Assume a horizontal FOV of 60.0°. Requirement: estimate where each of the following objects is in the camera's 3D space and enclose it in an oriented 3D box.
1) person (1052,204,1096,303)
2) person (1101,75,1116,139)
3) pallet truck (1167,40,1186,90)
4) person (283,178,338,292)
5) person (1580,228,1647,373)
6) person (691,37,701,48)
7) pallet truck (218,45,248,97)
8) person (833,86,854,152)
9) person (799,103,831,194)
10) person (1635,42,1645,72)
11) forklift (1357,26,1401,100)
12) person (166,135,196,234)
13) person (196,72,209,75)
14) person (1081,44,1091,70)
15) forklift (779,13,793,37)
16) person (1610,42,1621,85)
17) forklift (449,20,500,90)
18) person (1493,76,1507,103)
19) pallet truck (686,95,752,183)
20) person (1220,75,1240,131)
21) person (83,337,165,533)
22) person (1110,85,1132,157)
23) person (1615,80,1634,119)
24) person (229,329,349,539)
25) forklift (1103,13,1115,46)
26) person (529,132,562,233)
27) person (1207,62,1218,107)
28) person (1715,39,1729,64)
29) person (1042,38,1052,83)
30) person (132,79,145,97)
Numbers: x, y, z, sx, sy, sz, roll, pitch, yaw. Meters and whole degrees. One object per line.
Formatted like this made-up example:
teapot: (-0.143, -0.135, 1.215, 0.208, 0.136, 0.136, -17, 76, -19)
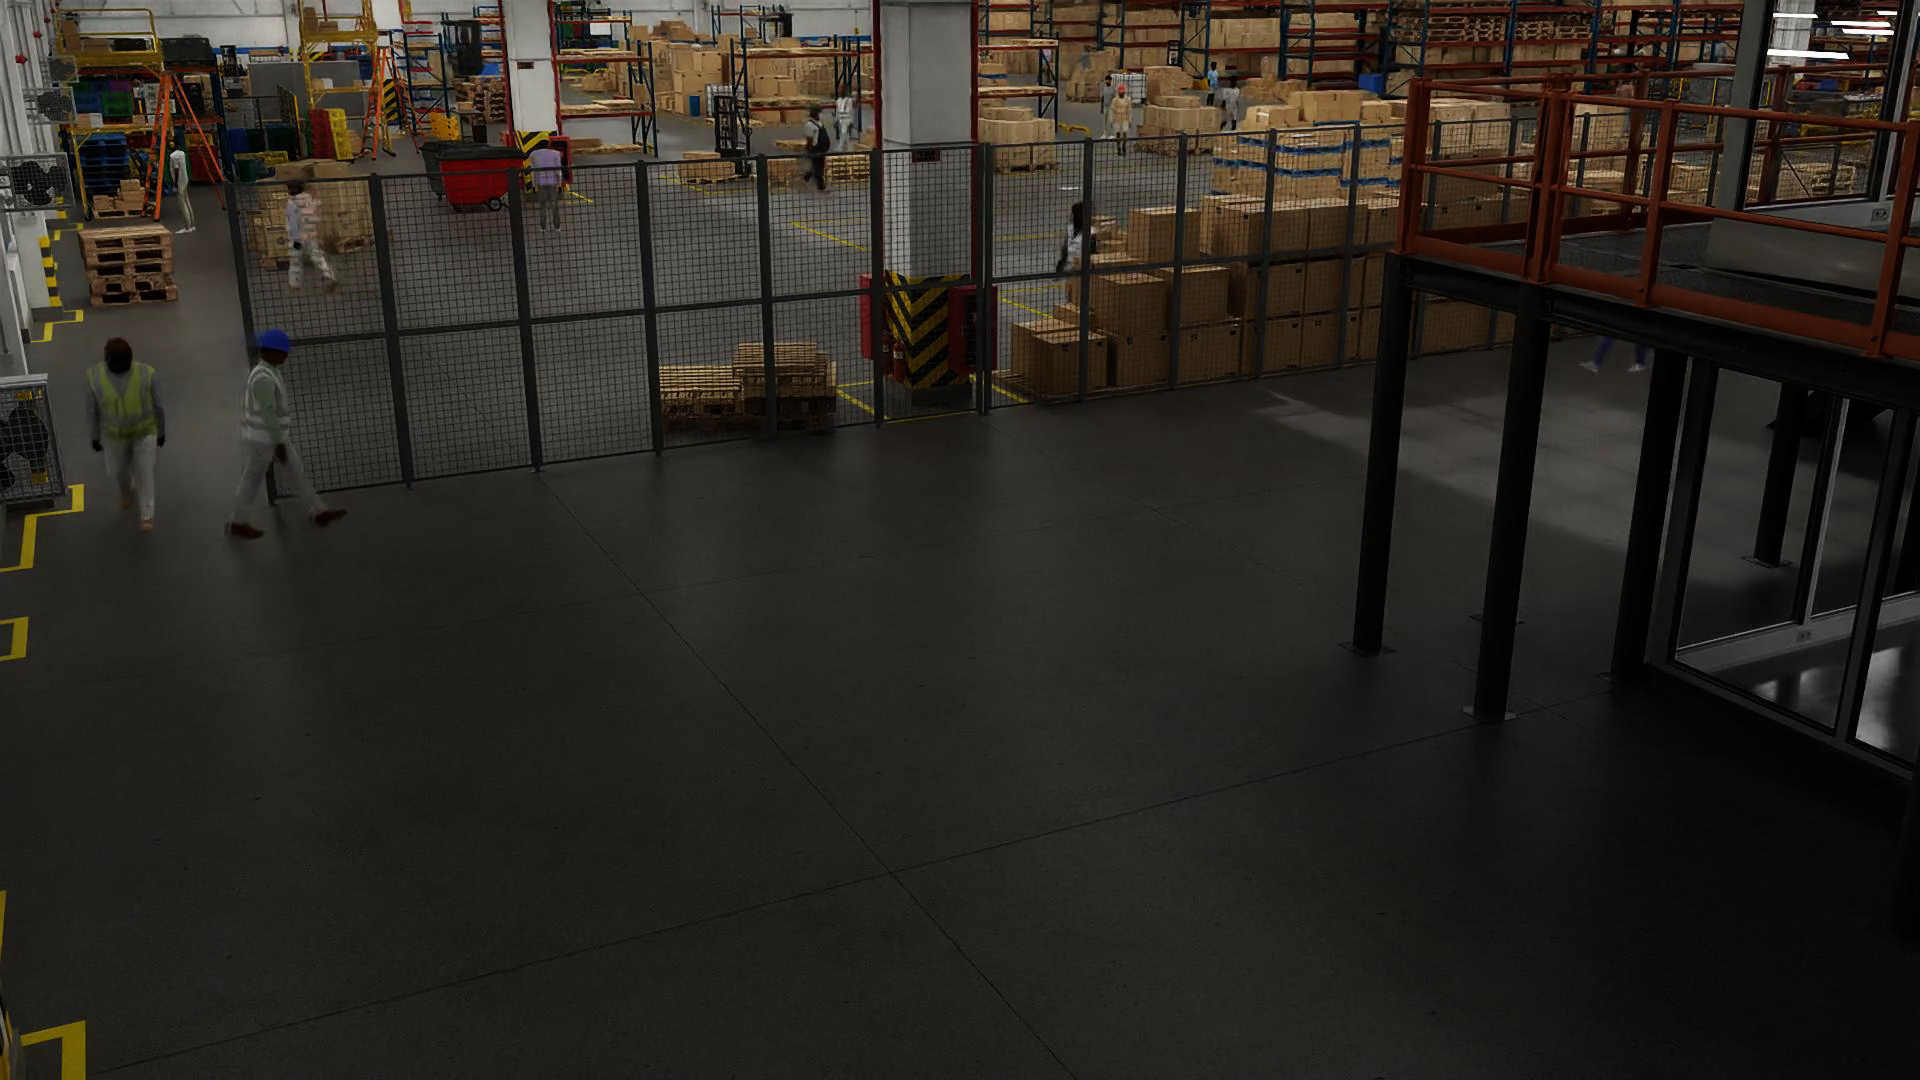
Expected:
person: (1.574, -3.687, 22.894, 1.009, 1.866, 0.598, -9, 21, -25)
person: (4.437, -12.940, 49.728, 0.506, 1.861, 0.337, 14, 24, 36)
pallet truck: (9.045, -19.971, 69.895, 0.823, 1.965, 1.885, -3, 19, -8)
person: (-10.325, -4.800, 26.218, 0.909, 1.816, 0.626, 8, 20, 21)
person: (8.367, -2.998, 20.897, 0.983, 1.863, 0.603, -10, 21, -26)
person: (-11.749, -21.495, 74.403, 0.635, 1.936, 0.355, 17, 25, 41)
pallet truck: (-28.879, -18.665, 66.111, 0.823, 1.965, 1.885, -3, 19, -9)
person: (-3.239, -11.347, 45.127, 0.935, 1.839, 0.599, -17, 25, -40)
person: (-3.306, -8.886, 37.698, 0.733, 2.000, 0.690, 4, 19, 12)
person: (28.116, -19.673, 68.963, 0.394, 2.044, 0.609, 9, 21, 25)
forklift: (15.964, -17.795, 62.253, 1.873, 2.768, 1.129, -9, 21, -25)
person: (-15.056, -6.858, 32.069, 0.328, 1.876, 0.514, -2, 19, -4)
person: (-28.124, -17.102, 61.748, 0.592, 1.896, 0.899, 4, 19, 11)
person: (5.100, -19.477, 68.605, 0.779, 1.912, 0.629, 0, 19, 1)
forklift: (-8.211, -23.584, 79.036, 1.873, 2.768, 1.129, -9, 21, -25)
person: (28.071, -20.436, 71.407, 0.555, 1.893, 0.986, -9, 21, -24)
forklift: (-20.149, -20.058, 68.815, 1.129, 2.768, 1.873, 14, 23, 35)
person: (17.357, -14.112, 53.514, 0.508, 1.594, 0.875, -7, 20, -20)
pallet truck: (-5.836, -9.608, 39.856, 0.823, 1.965, 1.885, 10, 22, 27)
person: (7.880, -12.630, 48.709, 0.616, 1.939, 0.832, -7, 20, -19)
person: (-7.582, -1.003, 15.193, 0.647, 1.814, 0.690, -8, 20, -21)
person: (4.352, -11.334, 45.005, 0.574, 1.889, 0.950, 1, 19, 4)
person: (20.599, -13.535, 51.658, 0.540, 1.706, 0.730, 6, 20, 16)
person: (-6.171, -0.950, 14.950, 1.037, 1.875, 0.684, -4, 20, -13)
forklift: (7.126, -23.615, 79.126, 1.873, 2.768, 1.129, -9, 21, -25)
person: (-7.989, -6.905, 32.148, 0.581, 1.919, 0.397, -7, 20, -19)
person: (9.066, -16.300, 59.708, 0.317, 1.695, 0.540, 16, 25, 39)
person: (35.965, -22.818, 78.484, 0.953, 1.784, 0.605, -8, 21, -23)
person: (3.802, -21.207, 73.603, 0.553, 1.922, 0.728, -10, 22, -28)
person: (-25.367, -13.405, 51.416, 0.526, 1.631, 0.320, 6, 20, 17)
